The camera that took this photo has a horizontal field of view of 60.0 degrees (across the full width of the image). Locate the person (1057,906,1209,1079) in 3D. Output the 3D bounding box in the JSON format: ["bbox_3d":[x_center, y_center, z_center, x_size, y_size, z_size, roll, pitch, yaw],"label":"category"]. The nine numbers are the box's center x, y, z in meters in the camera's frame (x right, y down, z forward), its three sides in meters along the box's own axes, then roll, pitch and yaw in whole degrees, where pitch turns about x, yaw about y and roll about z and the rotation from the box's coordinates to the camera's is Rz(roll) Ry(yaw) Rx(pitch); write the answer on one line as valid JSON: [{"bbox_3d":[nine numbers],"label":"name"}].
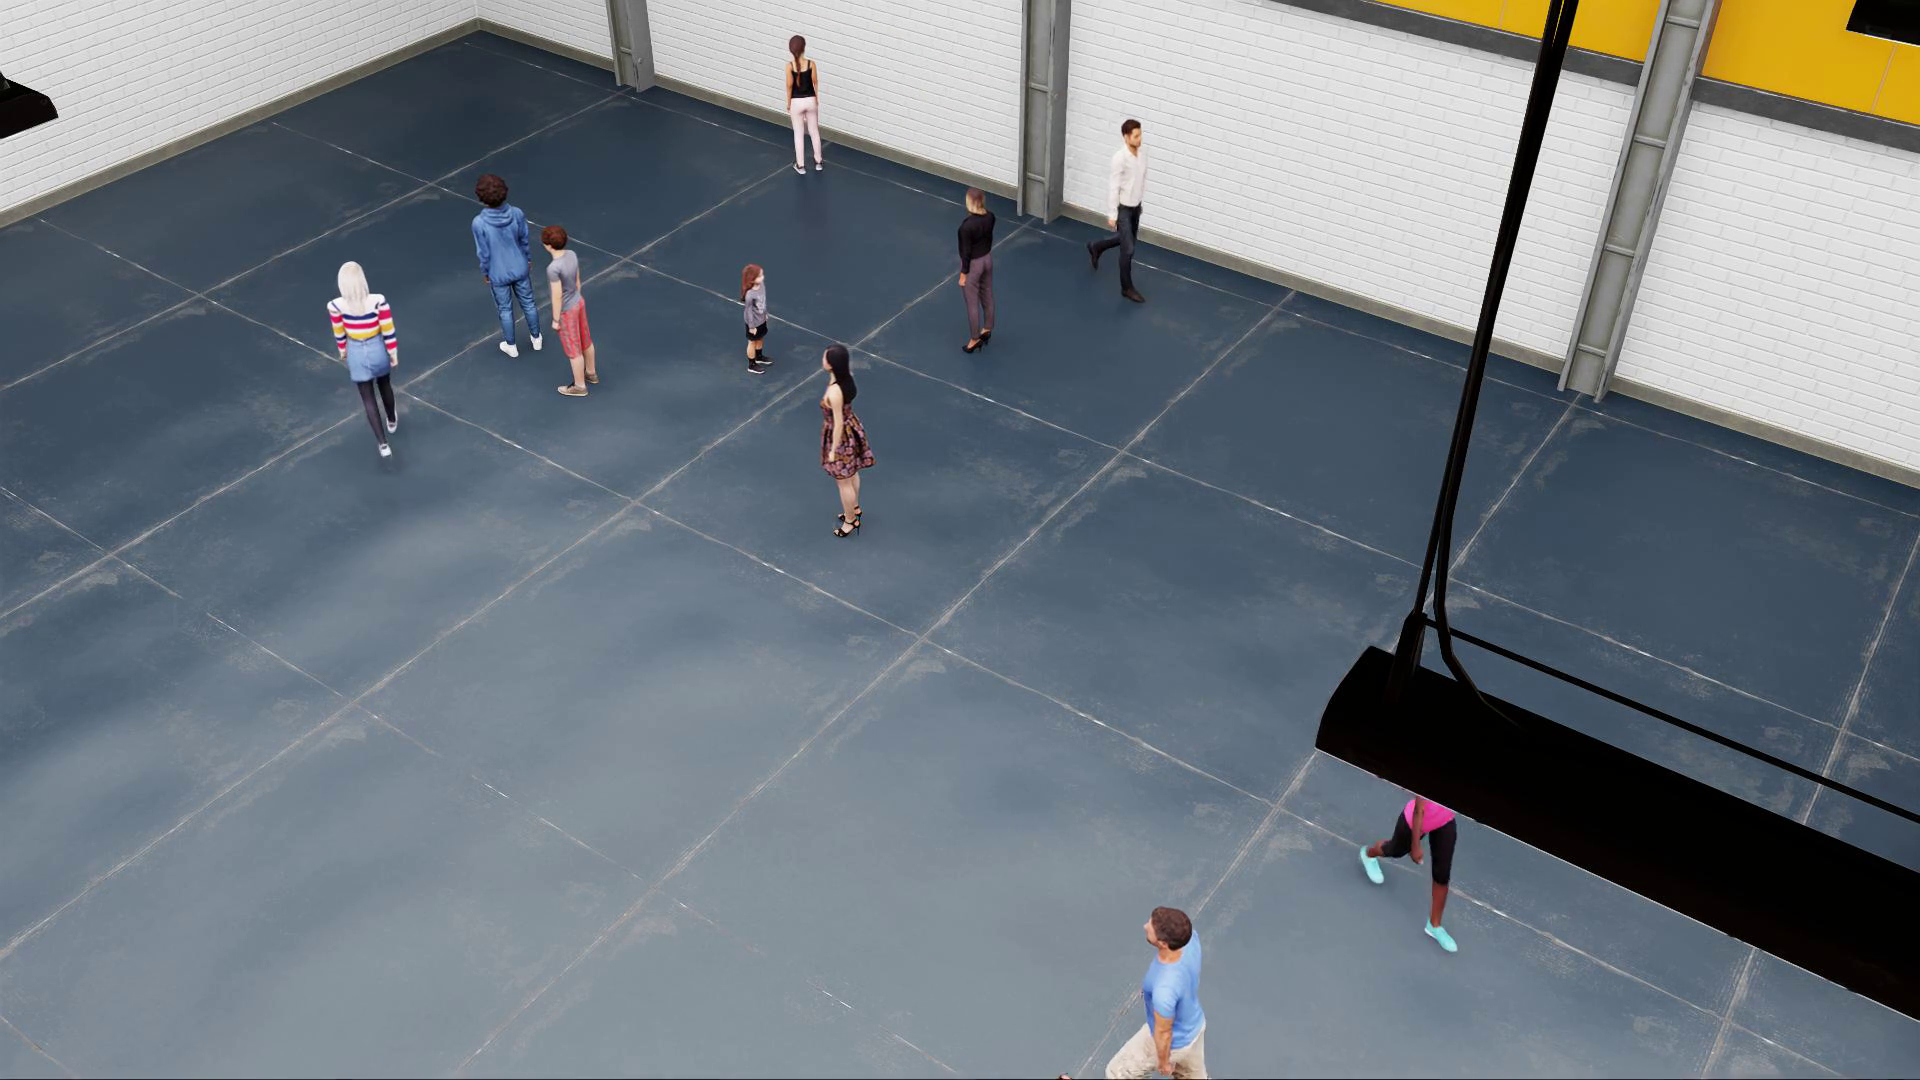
[{"bbox_3d":[1.219,2.647,8.886,1.168,1.823,0.686,21,43,24],"label":"person"}]

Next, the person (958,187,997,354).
[{"bbox_3d":[0.167,-2.502,15.457,0.544,1.668,0.606,27,46,30],"label":"person"}]

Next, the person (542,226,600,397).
[{"bbox_3d":[-3.503,-2.065,14.924,0.605,1.651,0.630,13,40,16],"label":"person"}]

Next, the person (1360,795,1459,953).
[{"bbox_3d":[2.803,1.678,10.208,0.962,1.687,1.178,-15,41,-18],"label":"person"}]

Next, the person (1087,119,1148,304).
[{"bbox_3d":[1.555,-3.253,16.253,1.077,1.848,0.744,30,47,32],"label":"person"}]

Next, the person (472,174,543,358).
[{"bbox_3d":[-4.192,-2.540,15.391,0.756,1.811,0.733,-20,43,-23],"label":"person"}]

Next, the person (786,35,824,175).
[{"bbox_3d":[-1.735,-4.841,18.469,0.634,1.564,0.682,-10,40,-12],"label":"person"}]

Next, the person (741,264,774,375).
[{"bbox_3d":[-1.893,-2.071,15.368,0.509,1.105,0.509,12,40,15],"label":"person"}]

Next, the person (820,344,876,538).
[{"bbox_3d":[-0.948,-0.789,13.228,0.811,1.774,0.780,6,39,7],"label":"person"}]

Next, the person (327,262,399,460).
[{"bbox_3d":[-5.029,-1.505,14.117,1.044,1.782,1.188,-13,40,-15],"label":"person"}]
